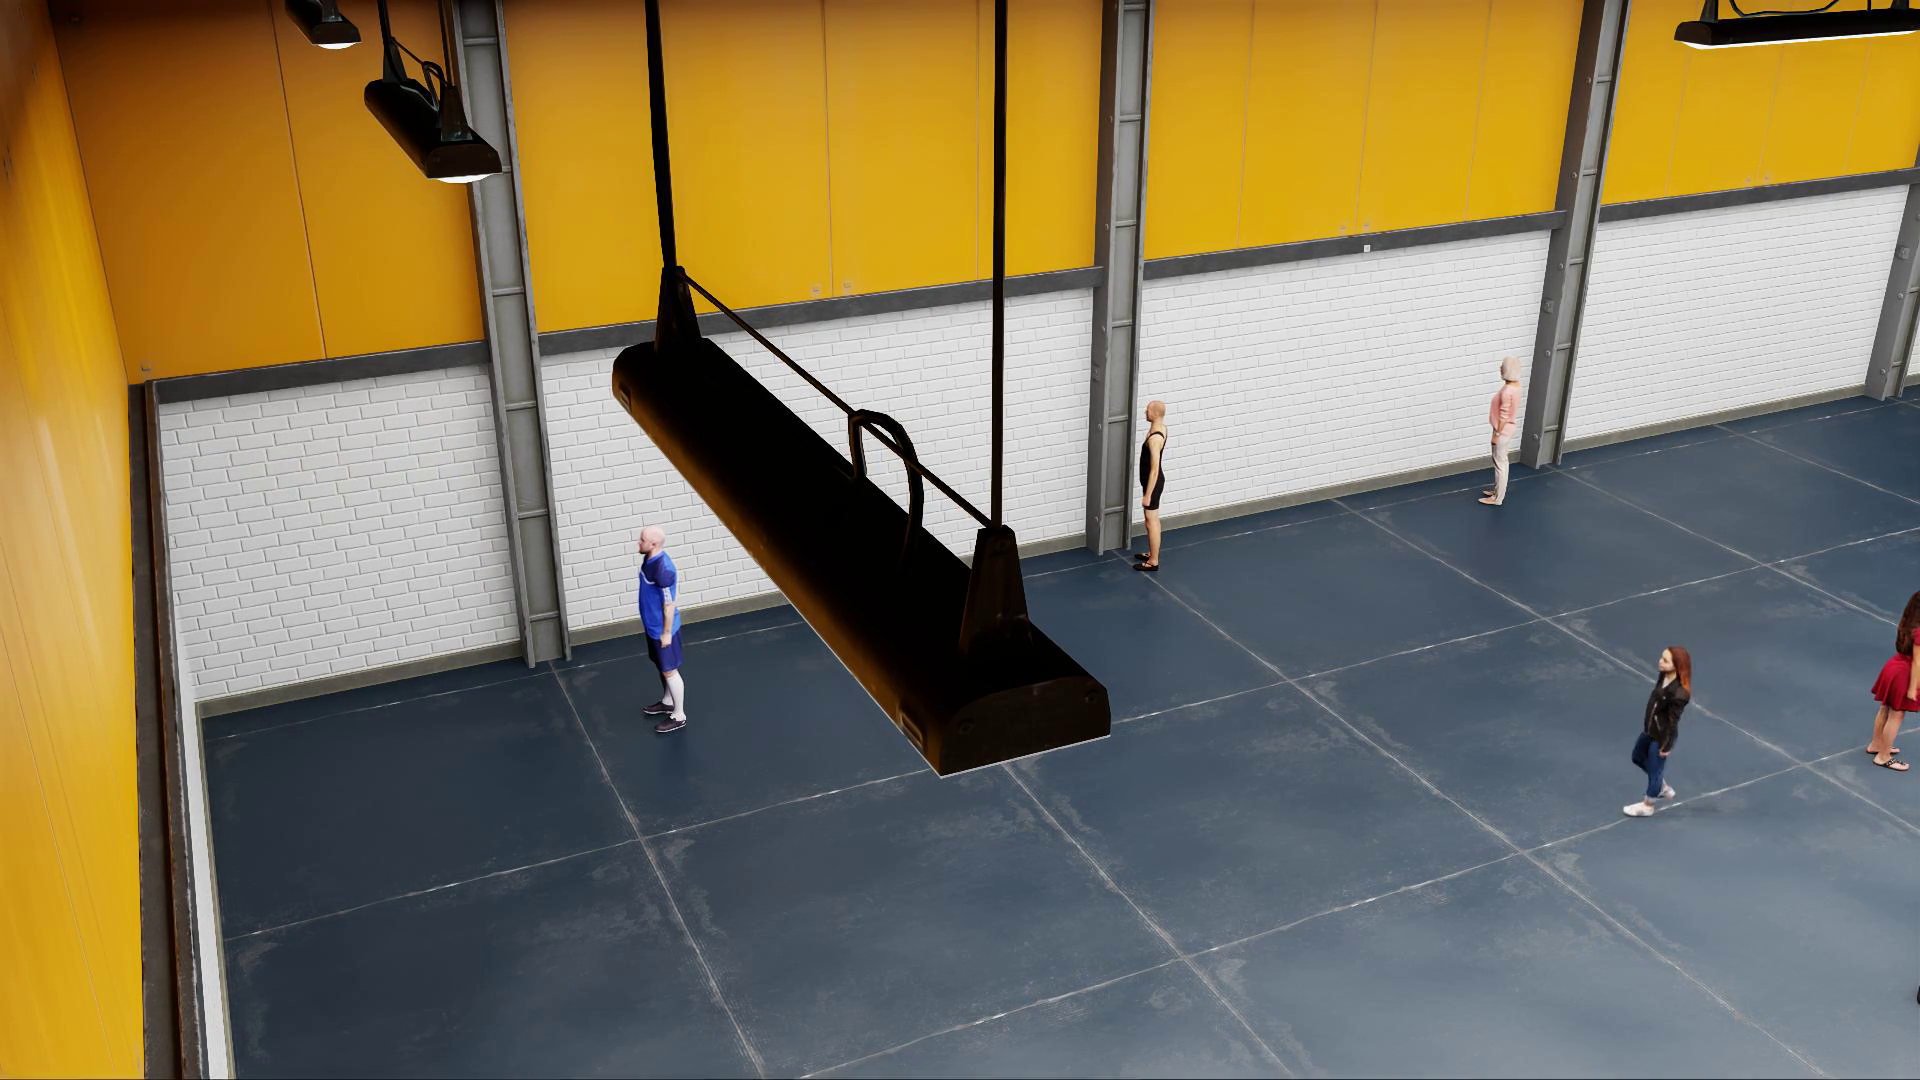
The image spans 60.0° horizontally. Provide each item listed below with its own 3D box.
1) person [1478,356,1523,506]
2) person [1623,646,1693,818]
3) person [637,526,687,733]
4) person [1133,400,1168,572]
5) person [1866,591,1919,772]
[{"bbox_3d":[6.104,-1.238,18.672,0.742,1.725,0.651,12,26,26],"label":"person"},{"bbox_3d":[5.449,1.470,12.784,0.749,1.479,0.698,1,24,2],"label":"person"},{"bbox_3d":[-2.525,0.722,14.045,0.536,1.841,0.660,-10,26,-22],"label":"person"},{"bbox_3d":[1.974,-0.565,17.020,0.715,1.816,0.716,4,24,8],"label":"person"},{"bbox_3d":[7.687,1.103,13.534,0.737,1.552,0.677,5,24,12],"label":"person"}]
